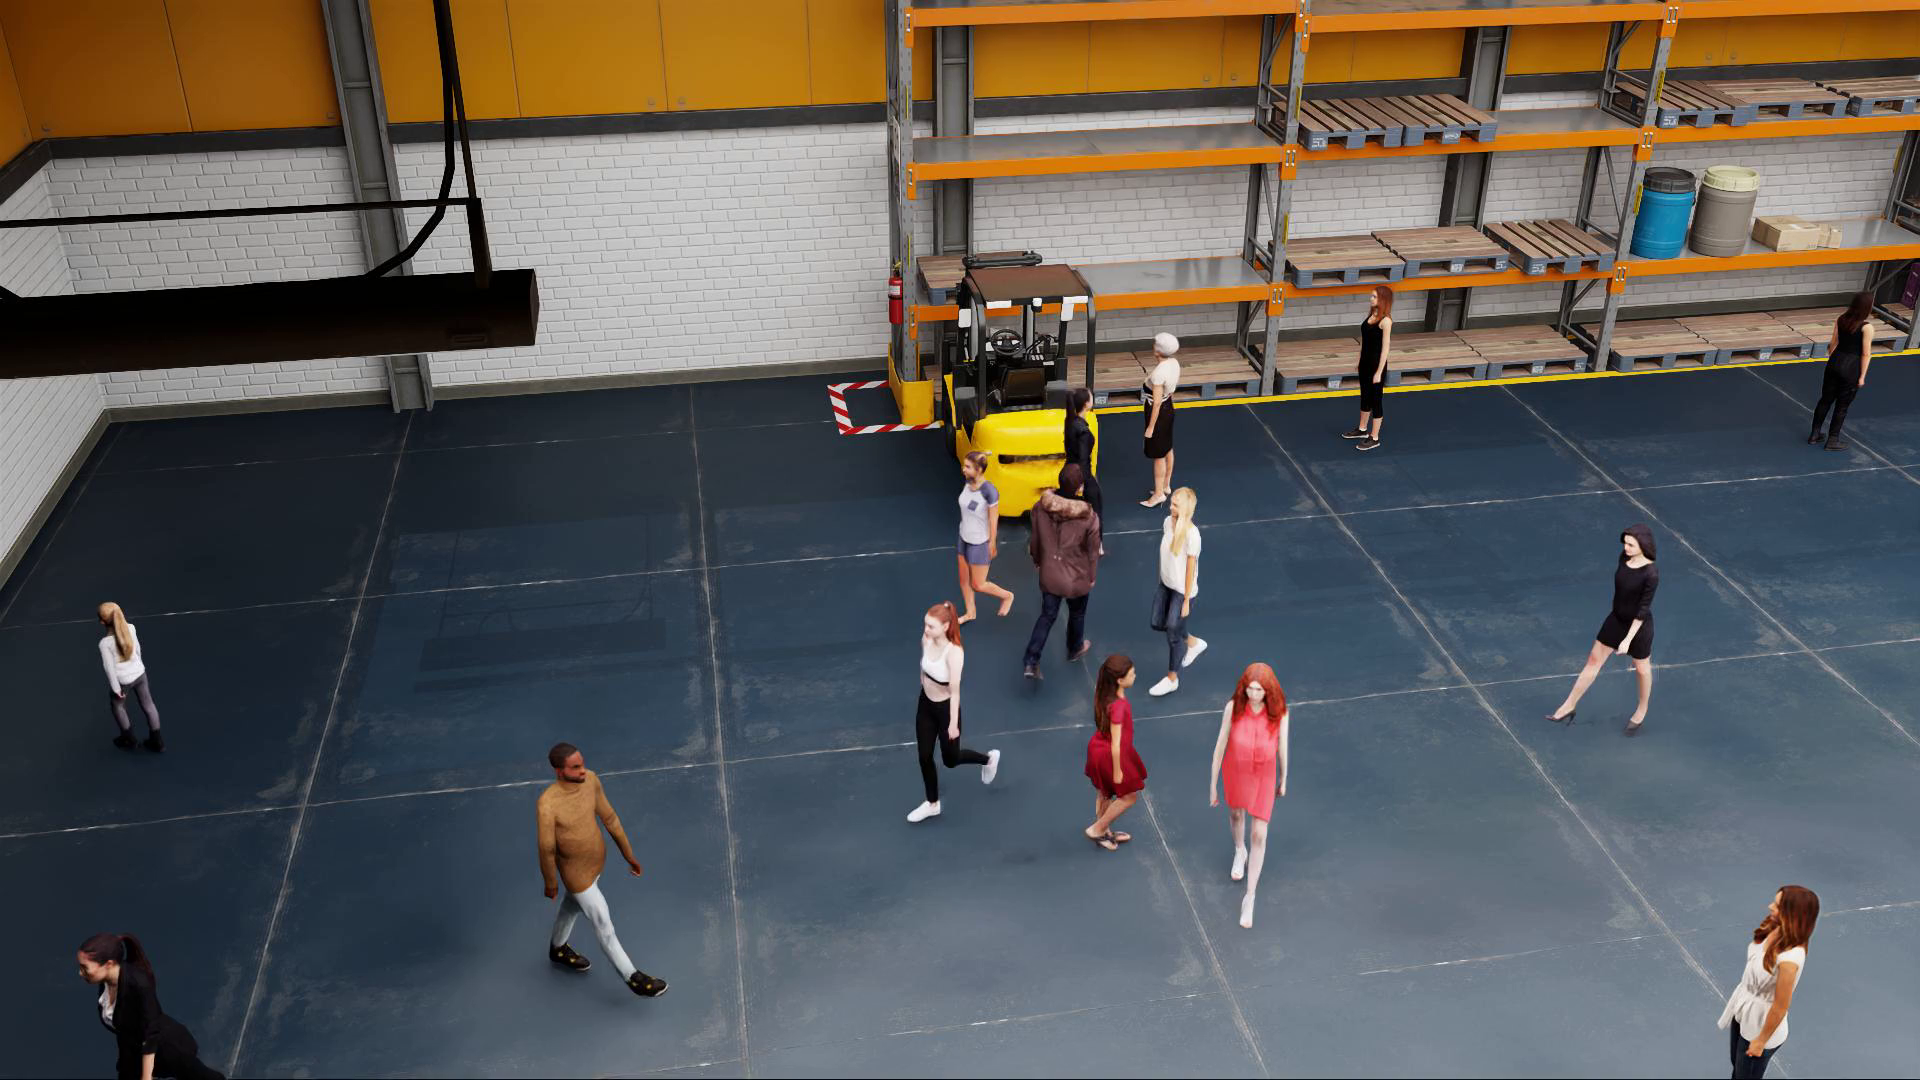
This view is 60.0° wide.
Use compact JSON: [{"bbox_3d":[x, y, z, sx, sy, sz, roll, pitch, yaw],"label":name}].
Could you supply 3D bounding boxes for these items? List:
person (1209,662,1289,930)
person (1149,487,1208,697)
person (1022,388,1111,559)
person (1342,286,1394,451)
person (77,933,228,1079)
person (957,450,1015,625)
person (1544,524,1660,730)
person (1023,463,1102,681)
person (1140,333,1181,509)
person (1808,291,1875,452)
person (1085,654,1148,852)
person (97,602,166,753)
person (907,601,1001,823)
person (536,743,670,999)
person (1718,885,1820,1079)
[{"bbox_3d":[1.896,1.533,10.856,1.081,1.791,0.988,7,29,13],"label":"person"},{"bbox_3d":[1.775,0.386,12.955,0.896,1.796,0.727,-13,31,-22],"label":"person"},{"bbox_3d":[0.964,-0.537,14.771,1.088,1.675,0.679,-9,30,-15],"label":"person"},{"bbox_3d":[4.230,-1.782,17.001,0.533,1.726,0.595,-8,30,-14],"label":"person"},{"bbox_3d":[-4.230,2.701,8.918,1.129,1.597,1.088,12,31,20],"label":"person"},{"bbox_3d":[0.196,-0.016,13.888,0.838,1.606,0.716,-17,33,-28],"label":"person"},{"bbox_3d":[5.087,0.678,12.452,1.074,1.763,0.696,-10,30,-17],"label":"person"},{"bbox_3d":[0.777,0.305,13.085,1.204,1.813,1.229,15,32,25],"label":"person"},{"bbox_3d":[1.915,-1.132,15.780,0.730,1.755,0.690,16,32,27],"label":"person"},{"bbox_3d":[9.011,-1.733,16.950,0.629,1.688,0.648,-13,31,-23],"label":"person"},{"bbox_3d":[0.961,1.453,11.256,0.629,1.548,0.548,-3,29,-6],"label":"person"},{"bbox_3d":[-6.113,1.035,12.317,0.733,1.266,0.669,17,33,29],"label":"person"},{"bbox_3d":[-0.056,1.177,11.578,1.069,1.725,0.838,-17,33,-29],"label":"person"},{"bbox_3d":[-2.369,1.964,10.096,1.239,1.763,1.057,12,31,22],"label":"person"},{"bbox_3d":[4.307,2.579,8.944,0.660,1.785,0.673,7,29,12],"label":"person"}]
